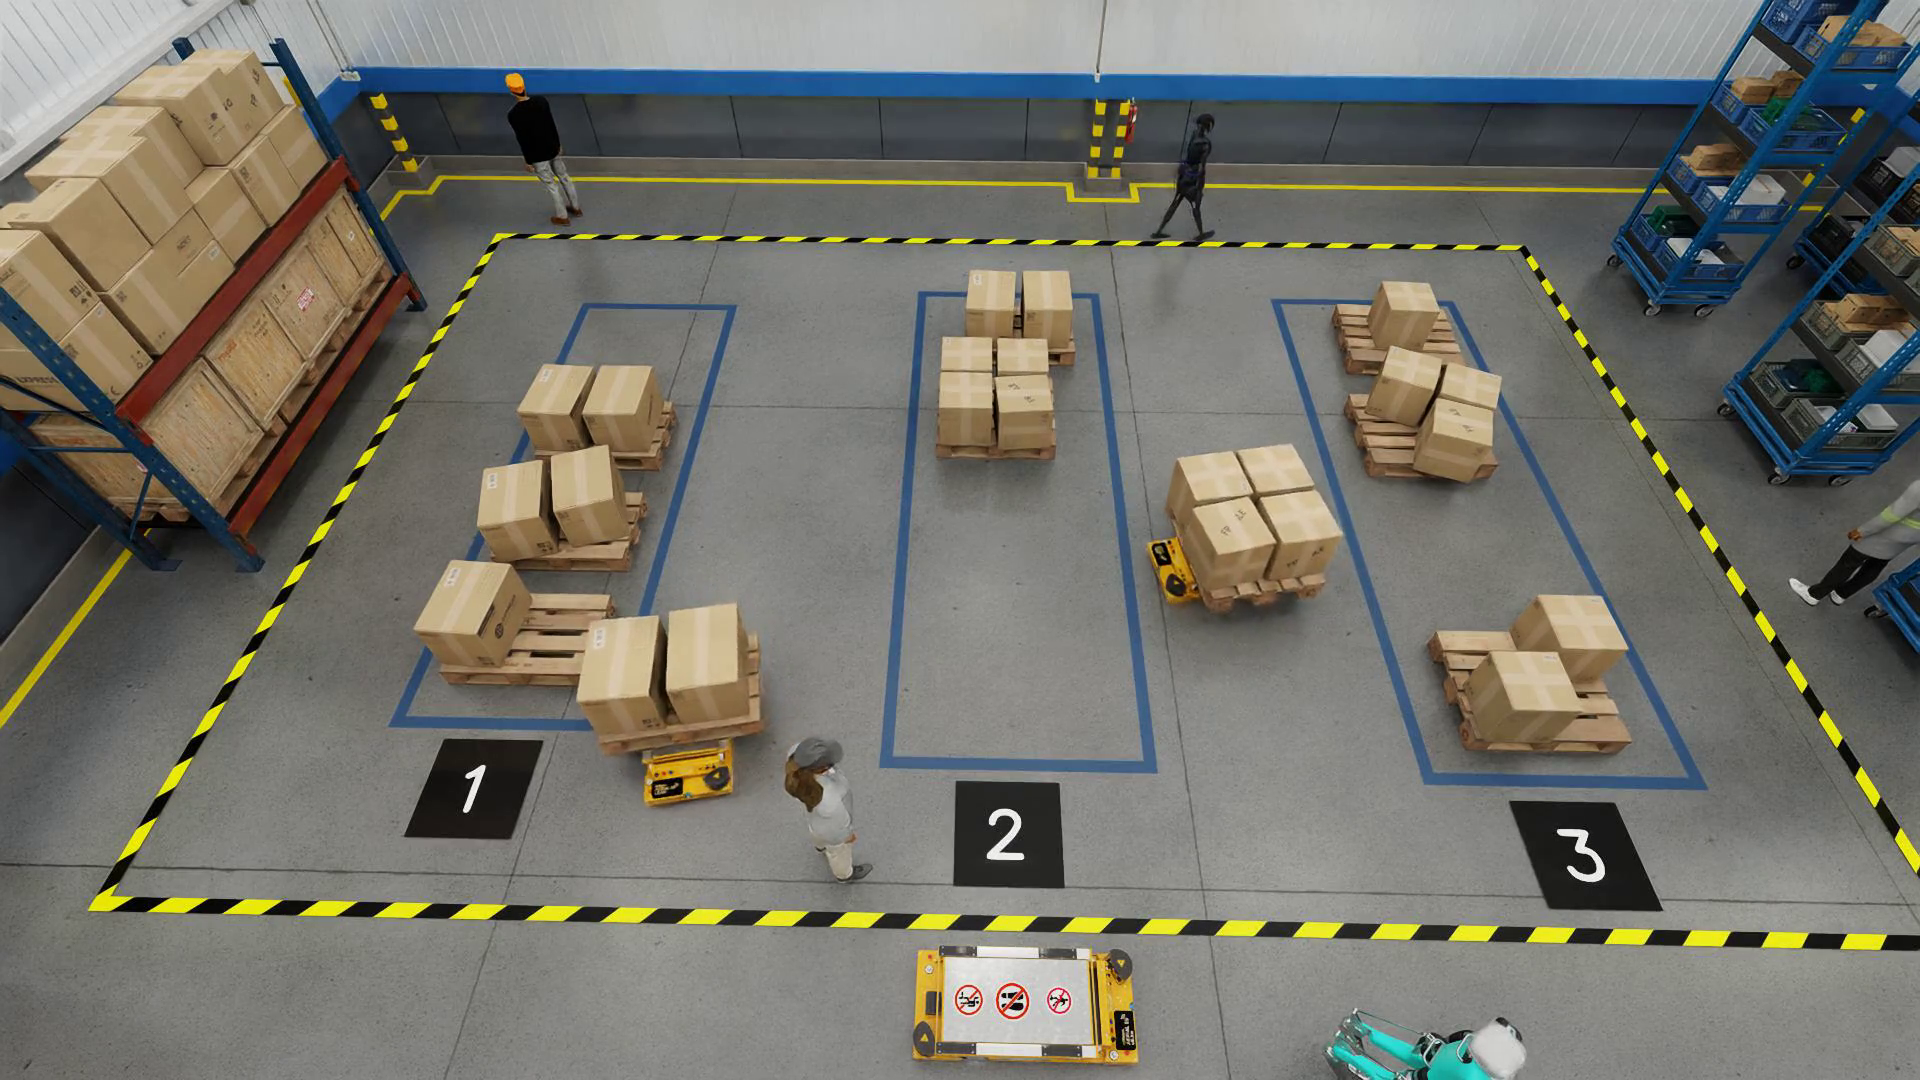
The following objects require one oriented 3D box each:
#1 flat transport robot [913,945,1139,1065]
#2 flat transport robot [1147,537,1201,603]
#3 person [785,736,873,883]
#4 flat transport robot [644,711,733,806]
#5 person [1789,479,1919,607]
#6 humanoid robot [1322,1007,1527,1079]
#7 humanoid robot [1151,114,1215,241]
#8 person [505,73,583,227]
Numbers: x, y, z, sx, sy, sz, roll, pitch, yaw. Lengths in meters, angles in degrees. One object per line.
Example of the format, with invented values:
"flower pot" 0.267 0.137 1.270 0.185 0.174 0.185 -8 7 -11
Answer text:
"flat transport robot" 0.422 3.041 6.007 1.431 0.231 0.659 1 51 1
"flat transport robot" 2.494 0.165 8.333 1.431 0.197 0.652 -7 51 -6
"person" -0.891 1.787 6.060 0.396 1.767 0.573 -29 57 -22
"flat transport robot" -2.171 1.372 7.350 0.652 0.197 1.431 -7 51 -6
"person" 7.699 -0.105 7.549 0.598 1.851 0.384 0 51 0
"humanoid robot" 2.442 2.846 5.132 0.533 1.676 0.735 -35 59 -25
"humanoid robot" 2.858 -4.425 11.215 0.785 1.624 0.589 -7 51 -6
"person" -5.184 -4.810 11.369 0.394 1.878 0.585 24 55 18
